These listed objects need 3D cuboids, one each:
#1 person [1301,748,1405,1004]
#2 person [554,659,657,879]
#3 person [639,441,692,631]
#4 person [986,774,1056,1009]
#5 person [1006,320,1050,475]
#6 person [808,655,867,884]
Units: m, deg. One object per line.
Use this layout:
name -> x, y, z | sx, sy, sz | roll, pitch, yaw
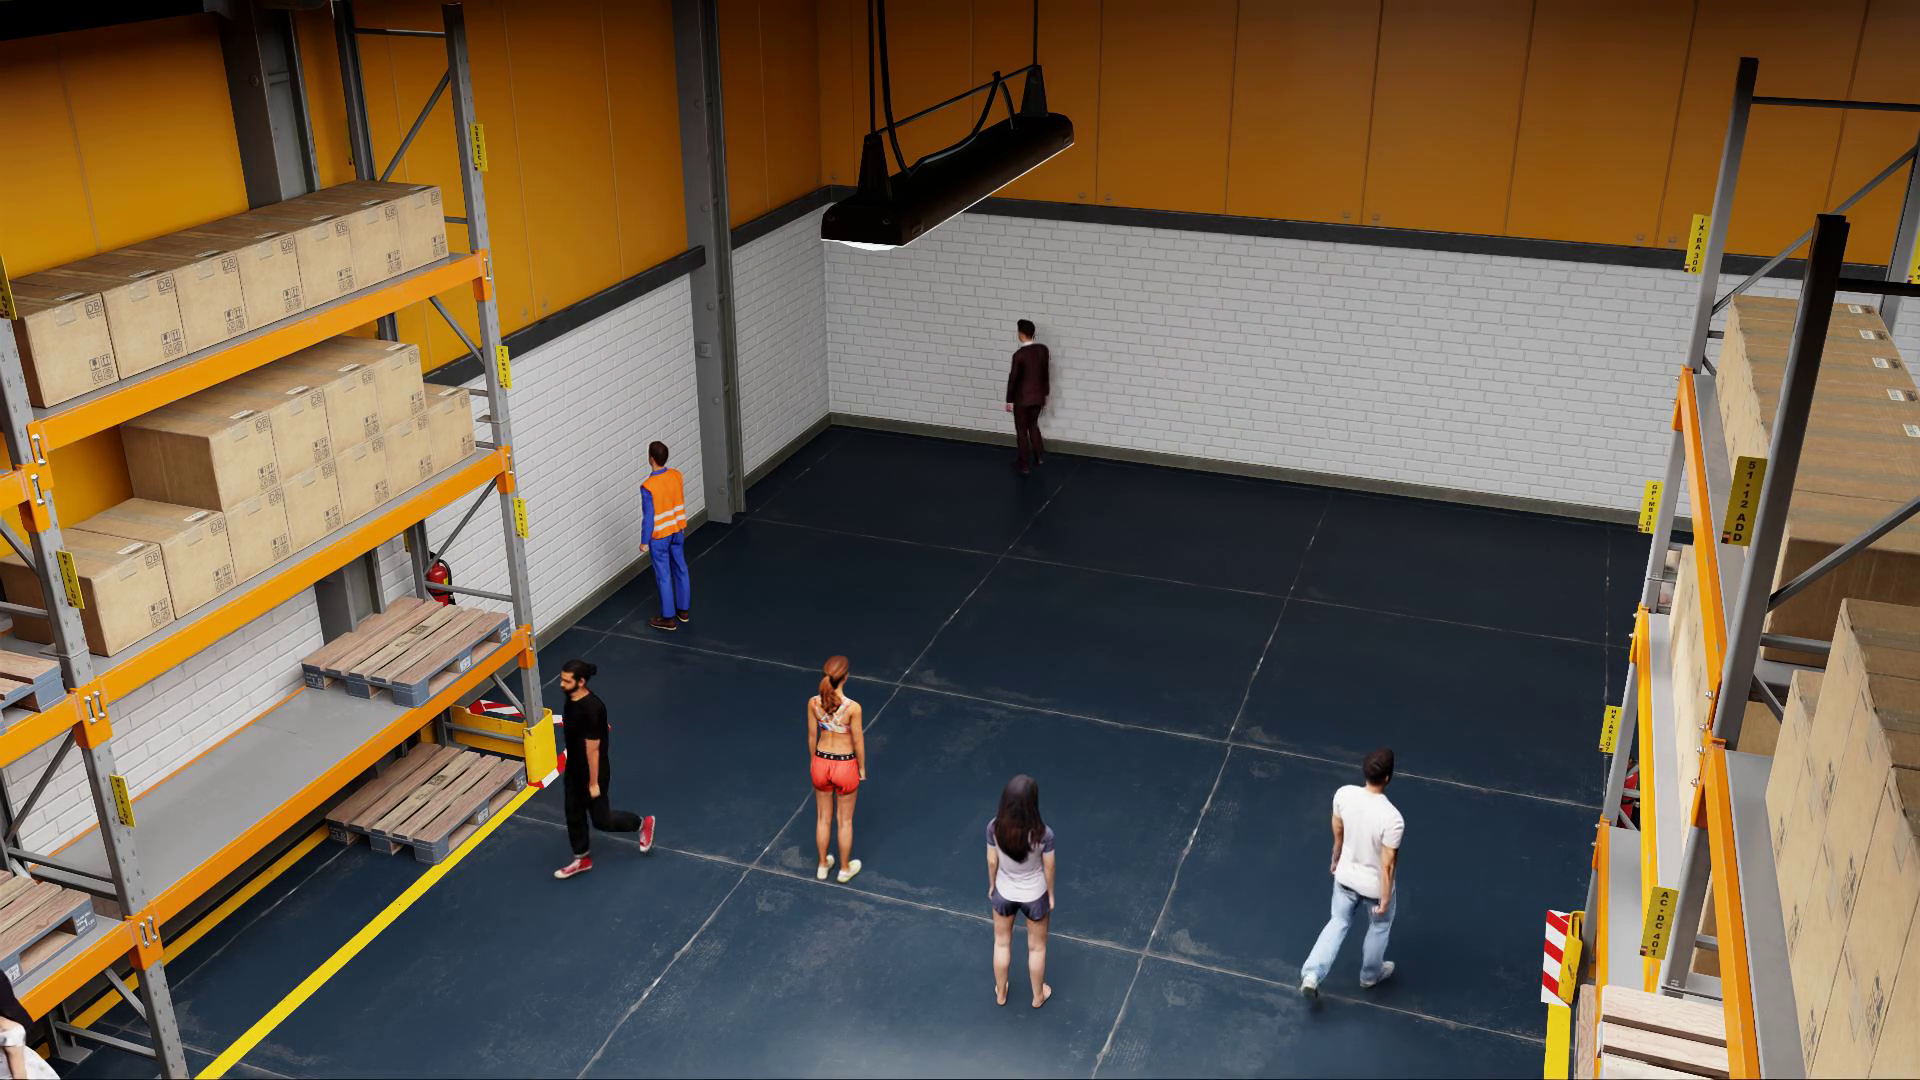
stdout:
person -> 2.527, 2.183, 10.635 | 1.185, 1.836, 0.989 | -19, 30, -37
person -> -2.606, 1.643, 11.995 | 1.101, 1.736, 0.939 | -17, 29, -34
person -> -2.790, -0.056, 15.722 | 0.811, 1.863, 0.643 | 16, 28, 32
person -> 0.385, 2.247, 10.651 | 0.620, 1.706, 0.563 | 5, 24, 11
person -> 0.841, -1.642, 19.358 | 0.848, 1.857, 0.928 | -16, 28, -32
person -> -0.897, 1.651, 11.913 | 0.588, 1.786, 0.554 | 6, 24, 13
